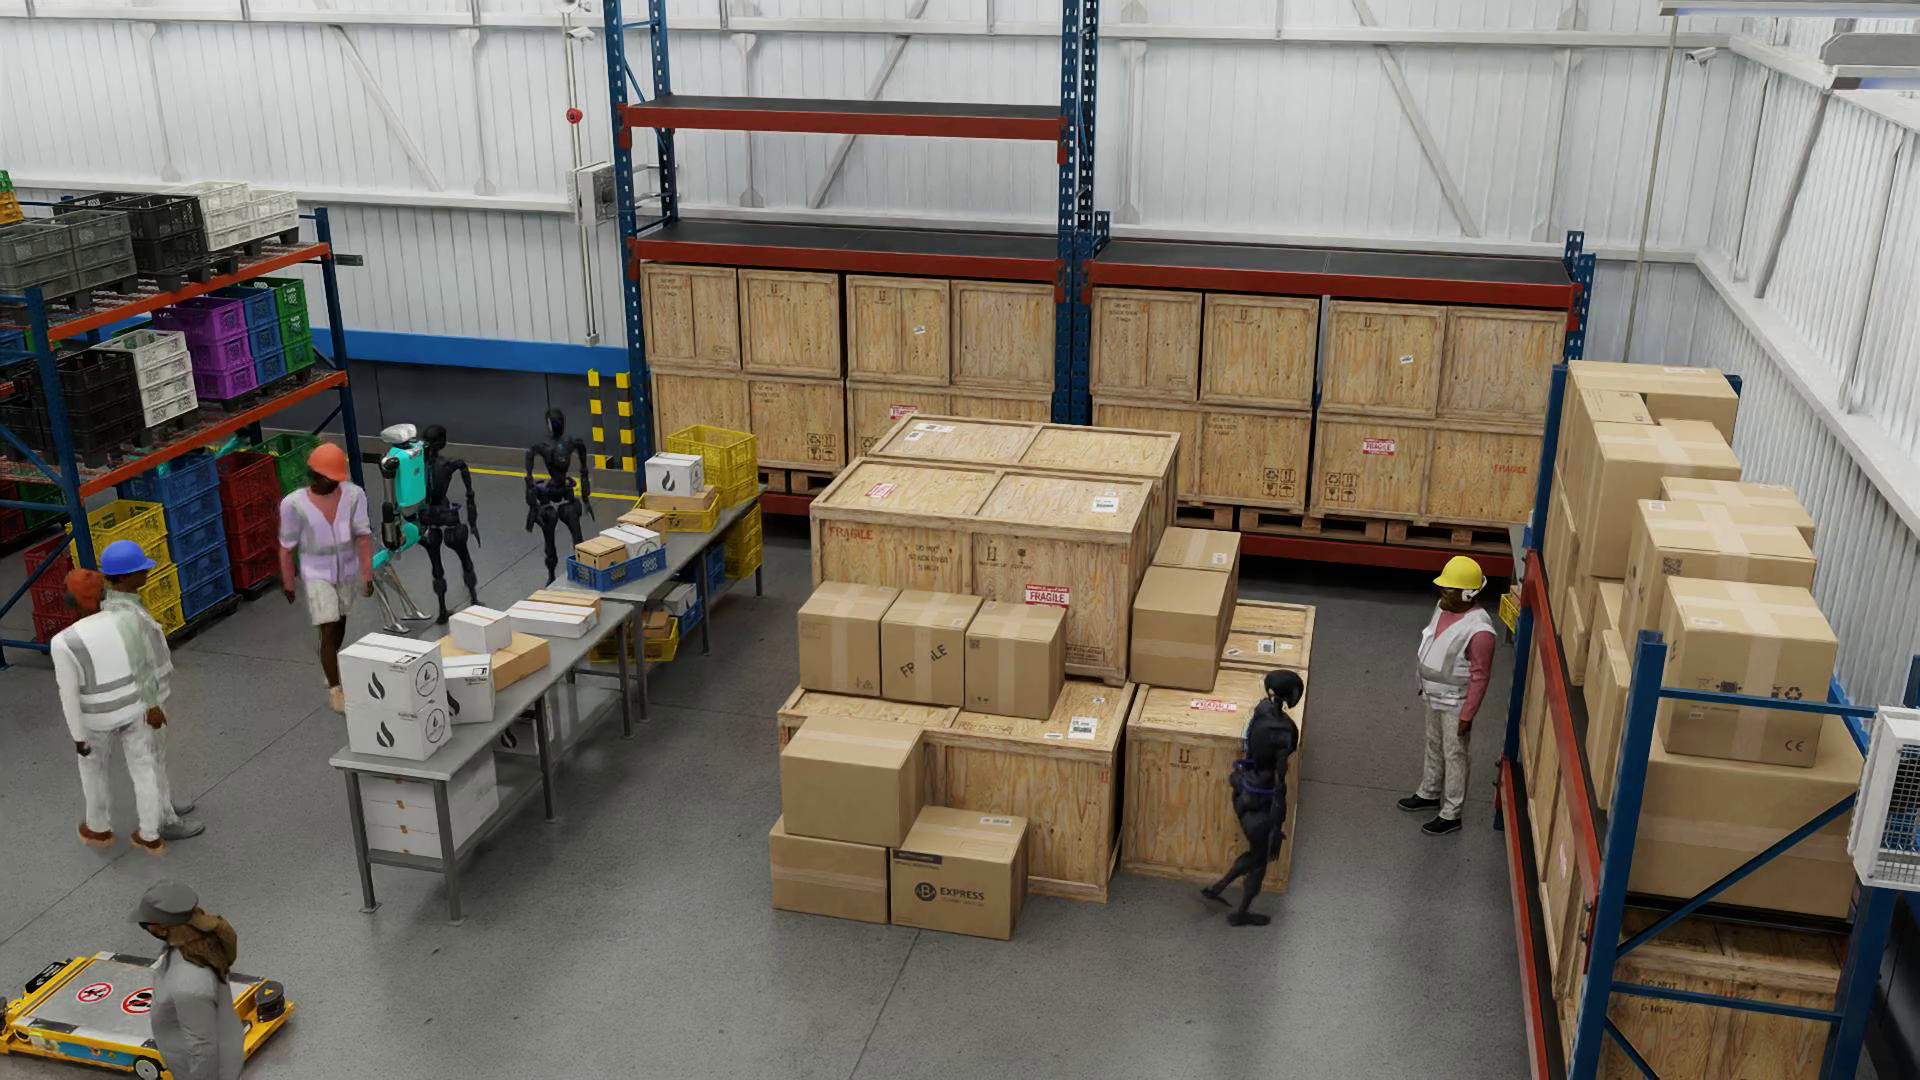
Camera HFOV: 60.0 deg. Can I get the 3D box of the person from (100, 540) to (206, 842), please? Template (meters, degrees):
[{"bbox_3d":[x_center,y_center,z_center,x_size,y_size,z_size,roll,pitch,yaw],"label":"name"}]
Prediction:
[{"bbox_3d":[-5.041,0.925,10.274,0.387,1.949,0.602,-13,24,-30],"label":"person"}]

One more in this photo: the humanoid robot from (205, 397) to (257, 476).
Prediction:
[{"bbox_3d":[-6.961,-1.069,15.821,0.702,1.811,0.544,-9,23,-23],"label":"humanoid robot"}]

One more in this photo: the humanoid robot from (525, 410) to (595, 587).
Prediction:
[{"bbox_3d":[-3.332,-0.297,13.864,0.588,1.632,0.622,-14,25,-33],"label":"humanoid robot"}]

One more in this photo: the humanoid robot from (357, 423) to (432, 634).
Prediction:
[{"bbox_3d":[-4.522,-0.114,13.174,0.730,1.705,0.532,7,22,18],"label":"humanoid robot"}]

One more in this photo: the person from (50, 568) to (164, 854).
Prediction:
[{"bbox_3d":[-5.222,1.020,10.138,0.735,1.863,0.585,17,27,37],"label":"person"}]

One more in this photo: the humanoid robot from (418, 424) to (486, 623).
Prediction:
[{"bbox_3d":[-4.190,-0.143,13.443,0.601,1.656,0.369,0,21,1],"label":"humanoid robot"}]

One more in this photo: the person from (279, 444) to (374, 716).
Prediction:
[{"bbox_3d":[-4.560,0.239,12.045,0.628,1.977,0.938,-18,28,-39],"label":"person"}]

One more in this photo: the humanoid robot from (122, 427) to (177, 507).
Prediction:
[{"bbox_3d":[-7.660,-1.085,15.794,0.809,1.734,0.542,-7,22,-17],"label":"humanoid robot"}]

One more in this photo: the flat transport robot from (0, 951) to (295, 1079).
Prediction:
[{"bbox_3d":[-4.270,2.464,8.601,1.431,0.231,0.659,5,22,13],"label":"flat transport robot"}]

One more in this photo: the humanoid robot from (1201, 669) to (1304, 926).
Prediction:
[{"bbox_3d":[1.632,1.450,9.287,0.443,1.633,0.610,-2,21,-6],"label":"humanoid robot"}]

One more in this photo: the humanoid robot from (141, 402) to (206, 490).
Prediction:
[{"bbox_3d":[-7.172,-0.773,15.043,0.539,1.817,0.678,3,21,7],"label":"humanoid robot"}]

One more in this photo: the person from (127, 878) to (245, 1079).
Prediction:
[{"bbox_3d":[-3.226,2.222,7.131,0.396,1.766,0.572,-9,23,-21],"label":"person"}]

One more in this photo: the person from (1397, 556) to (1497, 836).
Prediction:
[{"bbox_3d":[3.035,0.958,10.347,0.403,1.834,0.588,-4,21,-11],"label":"person"}]
